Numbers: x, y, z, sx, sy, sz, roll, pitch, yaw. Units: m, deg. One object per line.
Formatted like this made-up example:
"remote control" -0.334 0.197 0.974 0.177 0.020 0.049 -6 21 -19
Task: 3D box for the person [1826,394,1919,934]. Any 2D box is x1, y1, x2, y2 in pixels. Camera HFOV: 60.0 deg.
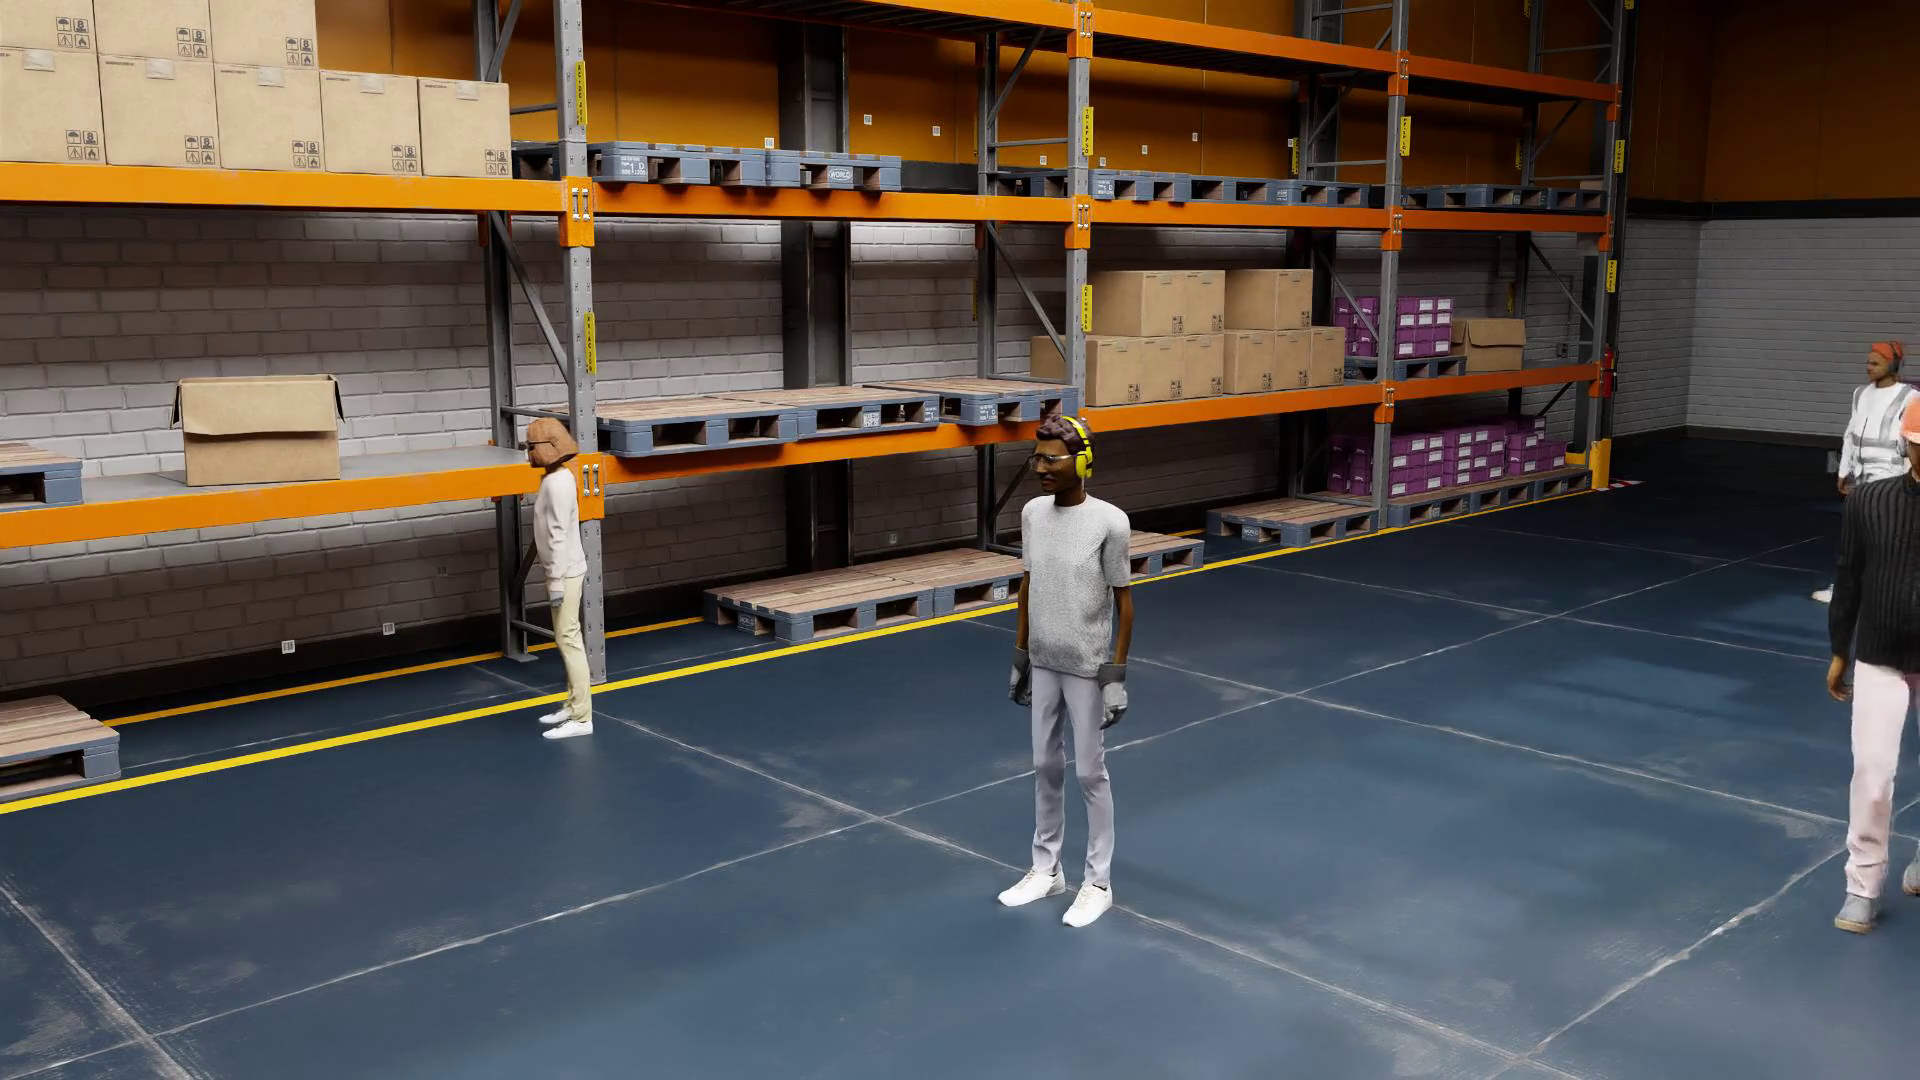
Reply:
"person" 3.524 0.420 6.100 0.633 1.969 0.797 8 12 39

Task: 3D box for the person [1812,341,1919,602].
"person" 6.527 -0.485 11.755 0.931 1.851 0.587 -2 10 -10

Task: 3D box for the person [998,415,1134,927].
"person" 0.391 0.472 6.081 0.533 1.868 0.310 9 13 42

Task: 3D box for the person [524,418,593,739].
"person" -2.044 0.188 8.464 0.286 1.625 0.497 -3 10 -15
